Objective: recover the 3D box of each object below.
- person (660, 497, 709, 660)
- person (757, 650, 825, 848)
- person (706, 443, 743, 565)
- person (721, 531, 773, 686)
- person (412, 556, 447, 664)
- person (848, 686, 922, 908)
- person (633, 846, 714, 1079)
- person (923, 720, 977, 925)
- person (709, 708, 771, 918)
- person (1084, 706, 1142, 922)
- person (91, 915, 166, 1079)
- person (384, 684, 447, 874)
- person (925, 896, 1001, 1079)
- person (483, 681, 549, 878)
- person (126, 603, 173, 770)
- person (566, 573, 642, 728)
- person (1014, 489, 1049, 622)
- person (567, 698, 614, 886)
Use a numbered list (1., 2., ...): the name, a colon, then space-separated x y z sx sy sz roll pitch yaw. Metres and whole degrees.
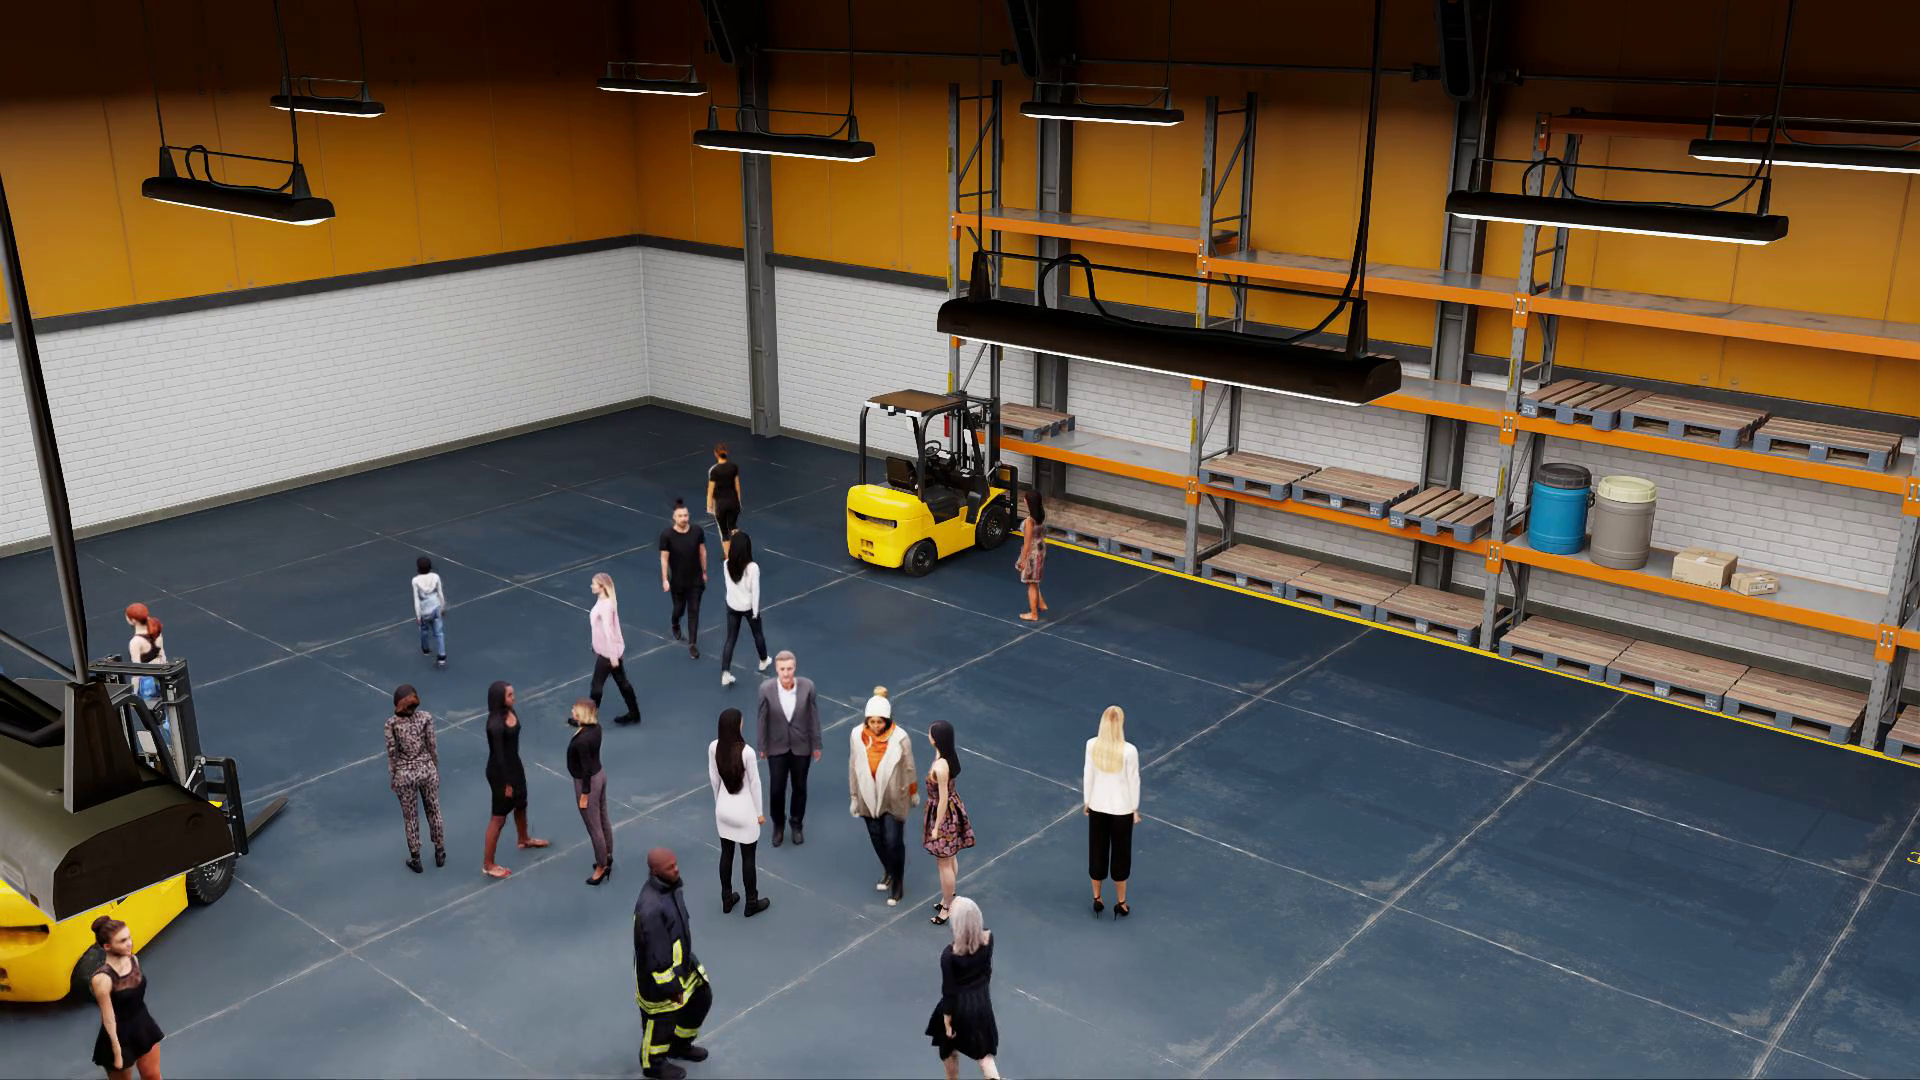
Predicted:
1. person: -3.116 0.390 18.803 0.942 1.847 1.077 -7 20 -20
2. person: -1.505 1.789 14.686 0.840 1.823 0.867 -4 19 -12
3. person: -3.002 -0.448 21.585 0.662 1.660 0.642 -13 23 -34
4. person: -2.410 0.769 17.975 1.084 1.658 0.943 6 20 17
5. person: -5.897 0.801 18.545 0.689 1.234 0.945 -11 21 -29
6. person: -0.615 2.042 13.849 0.855 1.879 0.915 6 19 16
7. person: -2.119 2.898 11.422 0.954 1.806 0.912 2 19 7
8. person: -0.139 2.255 13.381 0.836 1.774 0.796 3 19 8
9. person: -1.821 2.202 13.486 0.556 1.808 0.721 8 20 23
10. person: 1.222 2.198 13.418 0.579 1.858 0.739 7 20 19
11. person: -5.454 3.201 10.750 1.025 1.659 0.842 3 19 10
12. person: -4.644 2.017 14.182 0.655 1.713 0.671 -10 21 -28
13. person: 0.098 3.132 10.855 0.772 1.723 1.057 -13 22 -33
14. person: -3.868 2.001 14.240 0.925 1.706 0.899 1 19 3
15. person: -7.614 1.435 15.807 0.867 1.779 0.761 5 19 13
16. person: -3.464 1.131 16.905 1.031 1.655 1.017 -4 19 -11
17. person: 0.946 0.191 19.719 0.780 1.640 0.748 8 20 21
18. person: -3.094 2.100 14.002 0.725 1.670 0.690 1 19 3
